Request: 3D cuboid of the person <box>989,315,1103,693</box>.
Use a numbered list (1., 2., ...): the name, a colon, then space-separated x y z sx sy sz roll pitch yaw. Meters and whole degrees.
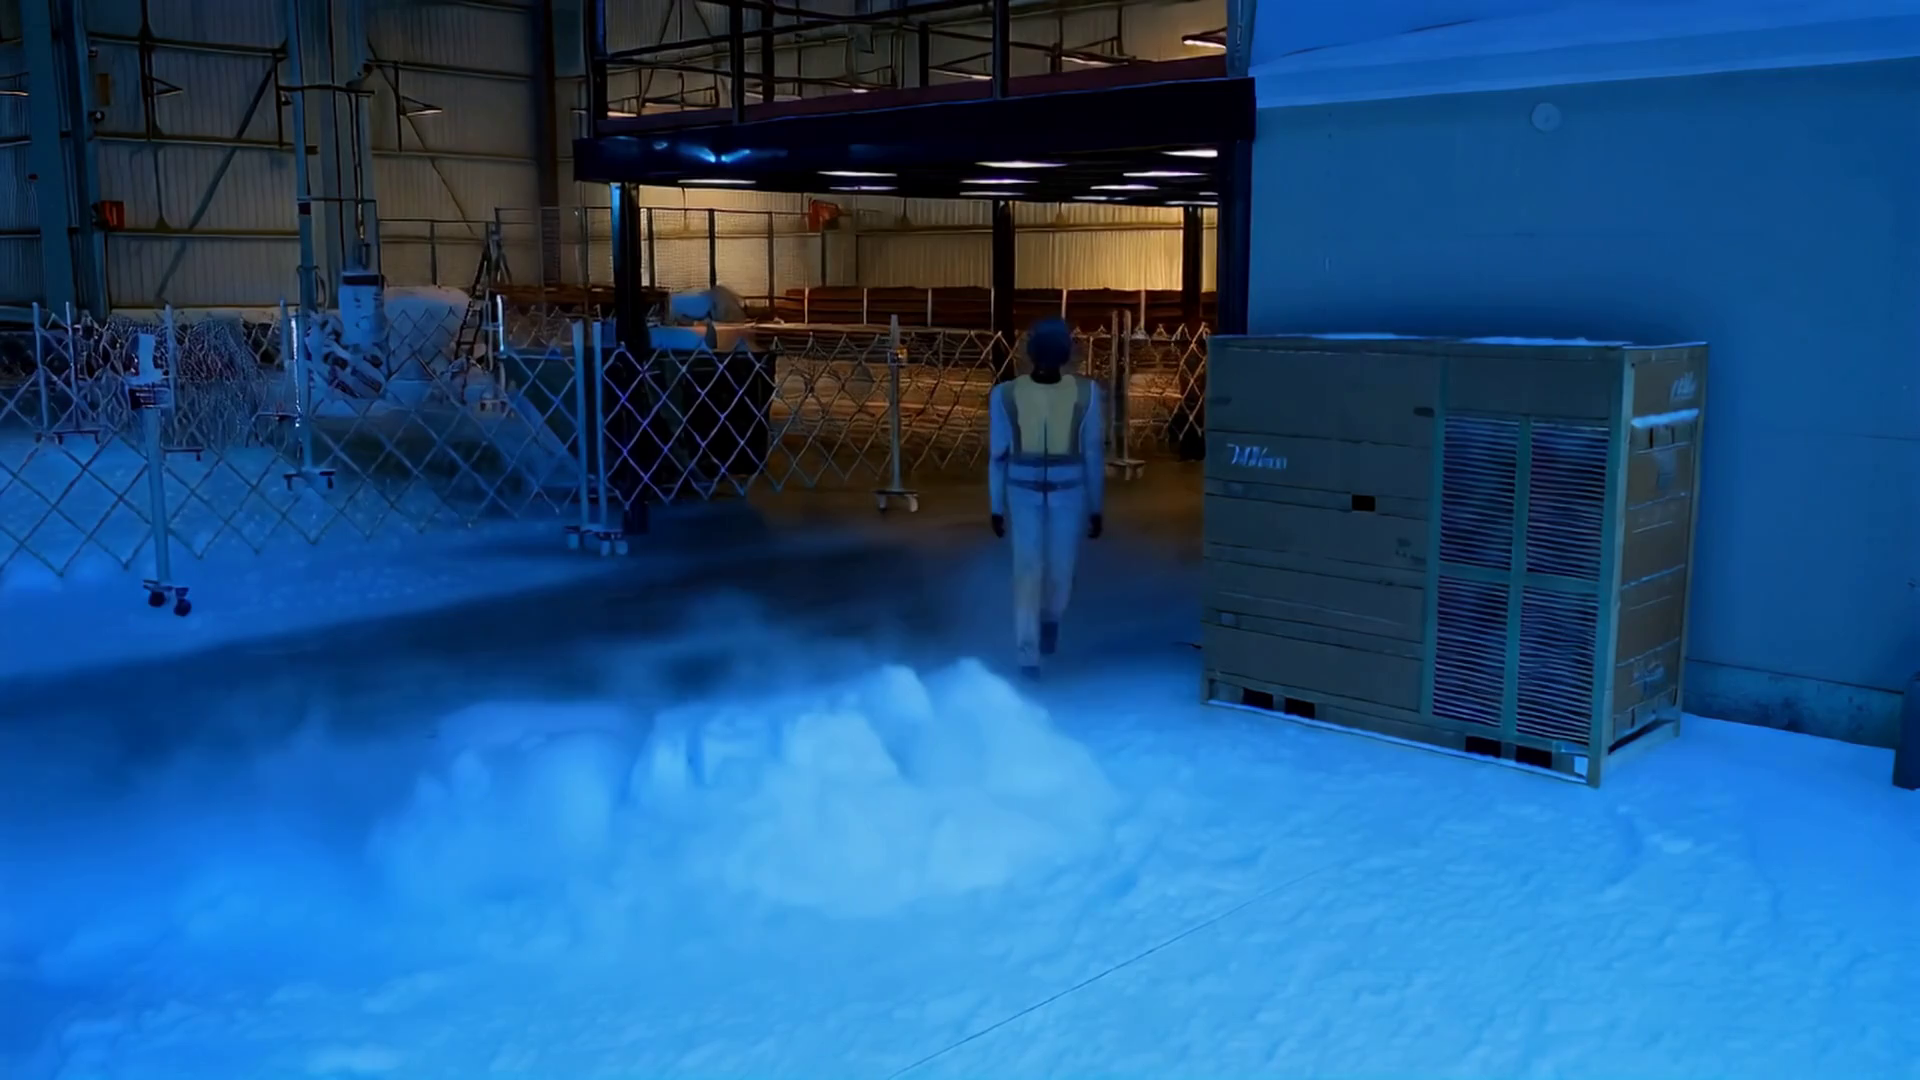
1. person: 0.430 -0.216 8.447 0.571 1.854 0.878 0 9 1
